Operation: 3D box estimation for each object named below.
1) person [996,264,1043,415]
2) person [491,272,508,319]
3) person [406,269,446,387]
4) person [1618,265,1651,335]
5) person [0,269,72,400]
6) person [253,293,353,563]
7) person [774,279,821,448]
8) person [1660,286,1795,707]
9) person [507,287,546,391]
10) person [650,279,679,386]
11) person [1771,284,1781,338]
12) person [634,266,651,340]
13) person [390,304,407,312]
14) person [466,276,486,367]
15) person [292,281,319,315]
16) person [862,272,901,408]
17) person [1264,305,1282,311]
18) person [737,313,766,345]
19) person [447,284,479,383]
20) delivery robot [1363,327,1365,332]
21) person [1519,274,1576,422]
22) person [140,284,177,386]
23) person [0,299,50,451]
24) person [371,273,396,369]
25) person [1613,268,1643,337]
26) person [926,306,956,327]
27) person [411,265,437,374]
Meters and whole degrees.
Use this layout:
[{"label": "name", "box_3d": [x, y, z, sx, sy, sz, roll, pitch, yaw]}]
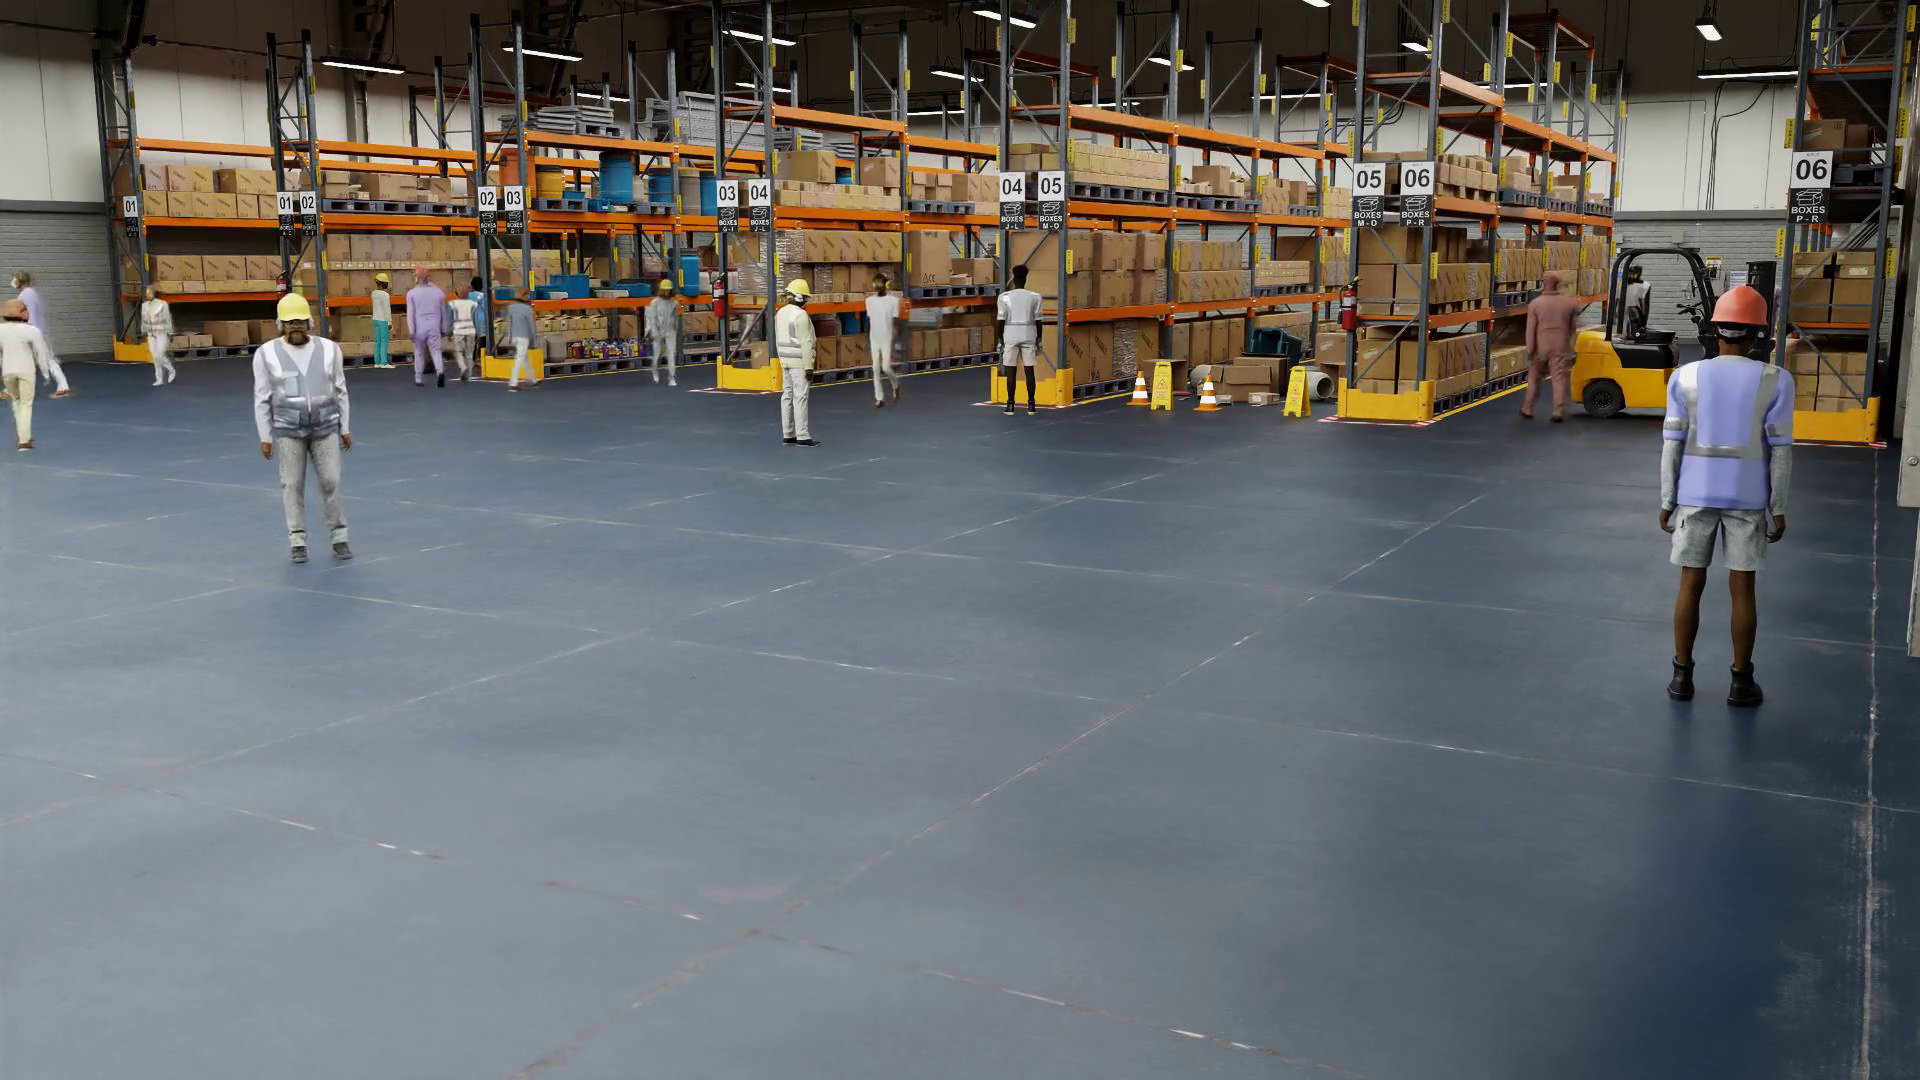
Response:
[{"label": "person", "box_3d": [0.779, -2.614, 21.761, 0.614, 1.963, 0.362, -1, 10, -5]}, {"label": "person", "box_3d": [-10.613, -5.280, 38.070, 0.607, 1.720, 0.414, -6, 11, -30]}, {"label": "person", "box_3d": [-8.458, -3.361, 26.407, 0.643, 1.877, 0.848, -7, 12, -34]}, {"label": "person", "box_3d": [13.816, -4.683, 34.070, 0.603, 1.894, 0.573, 5, 11, 28]}, {"label": "person", "box_3d": [-13.469, -2.962, 24.068, 1.045, 1.886, 0.645, -4, 10, -21]}, {"label": "person", "box_3d": [-4.448, -0.757, 11.303, 0.604, 1.830, 0.403, -6, 11, -30]}, {"label": "person", "box_3d": [-1.765, -1.913, 18.081, 0.403, 1.823, 0.588, -7, 12, -37]}, {"label": "person", "box_3d": [3.543, -0.201, 7.716, 0.550, 1.935, 0.375, 6, 11, 30]}, {"label": "person", "box_3d": [-6.700, -3.102, 25.714, 0.534, 1.588, 0.854, 7, 12, 35]}, {"label": "person", "box_3d": [-4.771, -3.352, 26.795, 0.484, 1.717, 0.749, -4, 11, -24]}, {"label": "person", "box_3d": [13.913, -3.790, 28.806, 0.582, 1.918, 0.404, 5, 11, 25]}, {"label": "person", "box_3d": [-7.054, -5.177, 37.064, 0.578, 1.869, 0.581, 4, 11, 24]}, {"label": "person", "box_3d": [-11.486, -4.668, 34.142, 0.504, 1.847, 0.345, 5, 11, 28]}, {"label": "person", "box_3d": [-8.951, -4.053, 30.965, 0.539, 1.700, 0.317, 6, 12, 33]}, {"label": "person", "box_3d": [-12.932, -4.497, 33.208, 0.650, 1.819, 0.638, 1, 10, 4]}, {"label": "person", "box_3d": [-1.073, -2.744, 22.850, 0.518, 1.856, 0.498, 4, 10, 21]}, {"label": "person", "box_3d": [7.425, -5.508, 38.897, 0.951, 1.895, 0.560, 6, 11, 30]}, {"label": "person", "box_3d": [-4.660, -5.122, 36.979, 0.643, 1.793, 0.970, 5, 11, 25]}, {"label": "person", "box_3d": [-8.075, -3.358, 27.104, 0.523, 1.623, 0.496, -5, 11, -29]}, {"label": "delivery robot", "box_3d": [9.117, -4.653, 37.554, 0.707, 0.478, 0.477, -2, 10, -9]}, {"label": "person", "box_3d": [7.409, -2.415, 20.949, 0.626, 1.854, 0.973, 0, 10, 2]}, {"label": "person", "box_3d": [-12.852, -3.269, 26.598, 0.548, 1.622, 0.369, 4, 10, 20]}, {"label": "person", "box_3d": [-10.095, -1.785, 17.958, 0.519, 1.605, 0.728, -1, 10, -5]}, {"label": "person", "box_3d": [-10.653, -4.037, 30.708, 0.518, 1.757, 0.339, 7, 12, 37]}, {"label": "person", "box_3d": [12.902, -4.328, 32.149, 0.570, 1.837, 0.819, 4, 11, 24]}, {"label": "person", "box_3d": [-0.436, -5.203, 37.110, 0.634, 1.895, 0.953, 3, 10, 18]}, {"label": "person", "box_3d": [-9.467, -3.870, 29.258, 0.564, 1.914, 0.585, 8, 13, 40]}]
